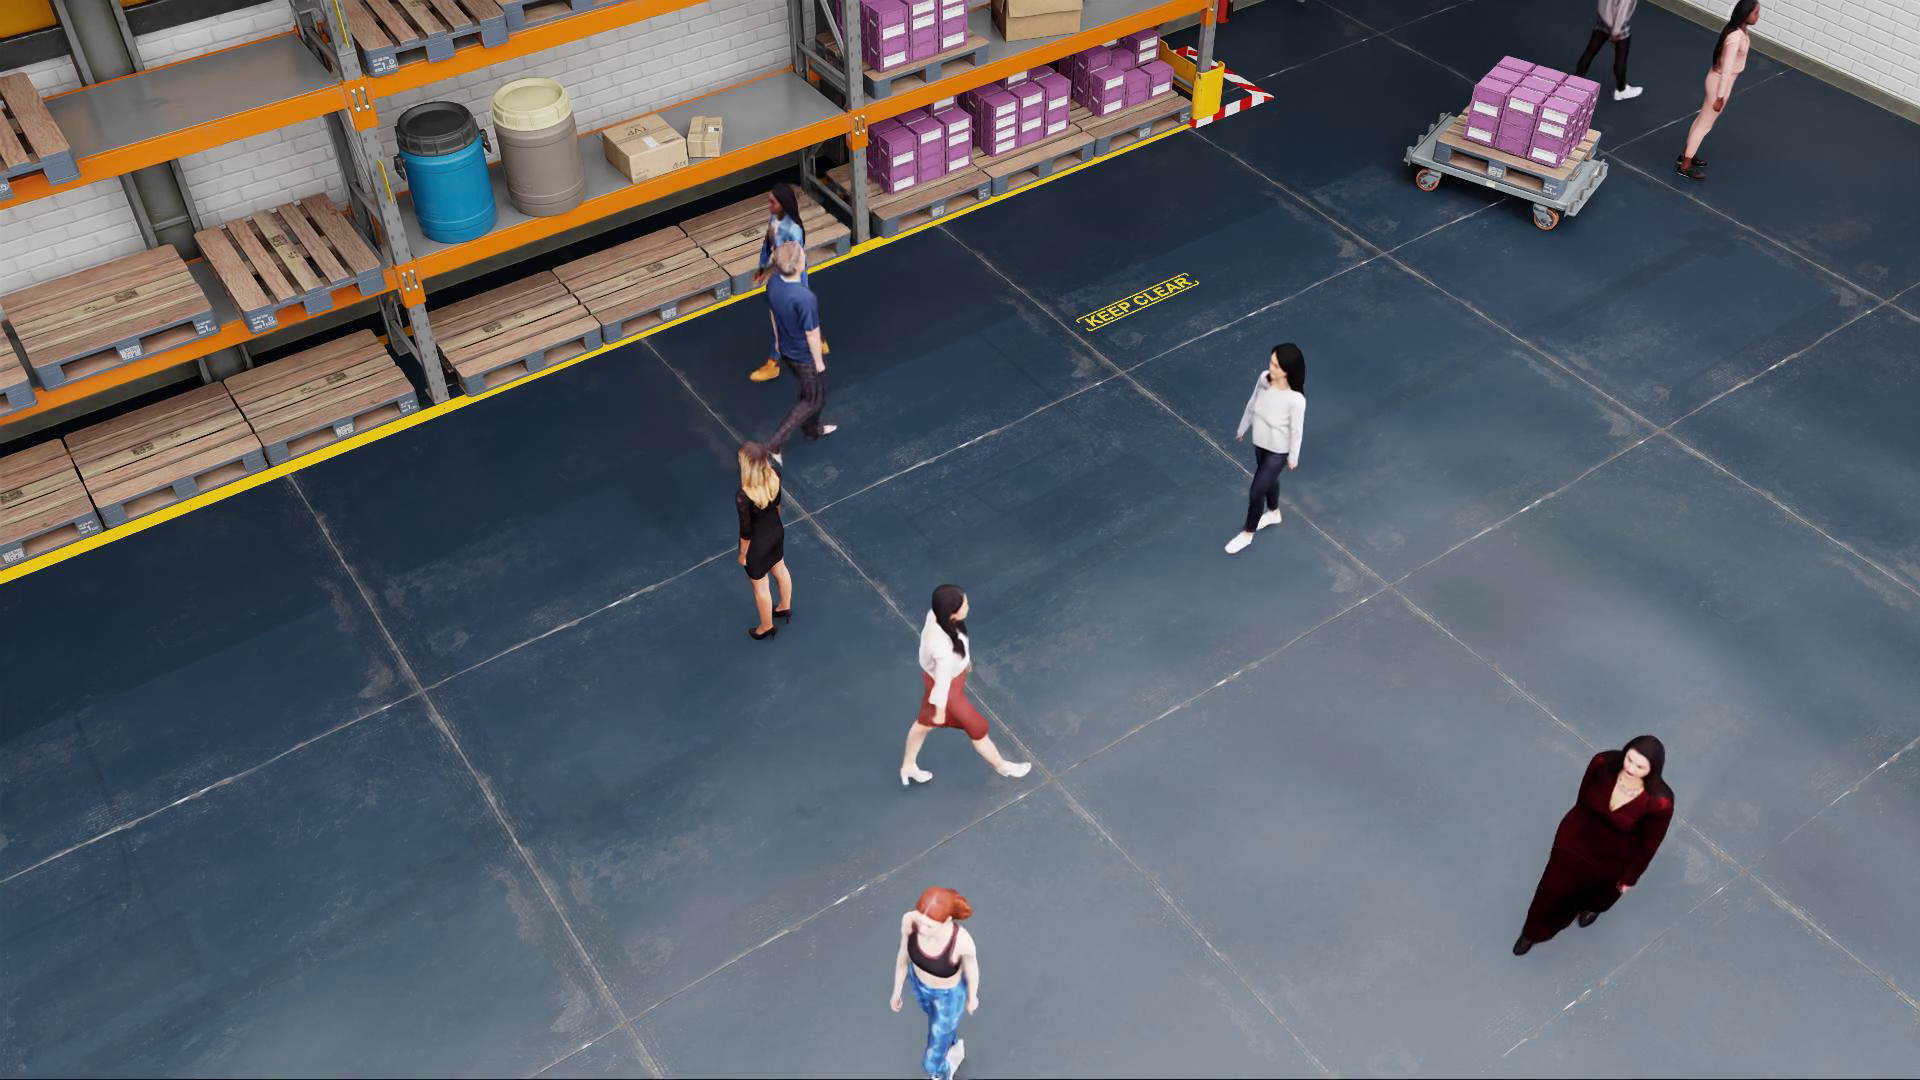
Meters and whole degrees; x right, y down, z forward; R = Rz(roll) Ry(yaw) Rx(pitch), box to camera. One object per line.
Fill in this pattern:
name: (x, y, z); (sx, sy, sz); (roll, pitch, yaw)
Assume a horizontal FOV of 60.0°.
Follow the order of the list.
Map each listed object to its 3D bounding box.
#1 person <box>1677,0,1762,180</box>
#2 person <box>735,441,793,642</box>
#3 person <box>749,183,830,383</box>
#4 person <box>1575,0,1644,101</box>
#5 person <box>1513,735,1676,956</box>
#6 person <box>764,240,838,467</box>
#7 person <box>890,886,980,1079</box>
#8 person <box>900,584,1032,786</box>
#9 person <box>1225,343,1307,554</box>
person: (6.963, -4.157, 15.257); (0.756, 1.720, 0.636); (17, 46, 17)
person: (-1.295, 0.005, 10.920); (0.665, 1.677, 0.519); (24, 49, 23)
person: (-1.245, -2.088, 13.110); (1.016, 1.687, 0.744); (-16, 46, -16)
person: (6.255, -5.054, 16.178); (1.088, 1.749, 0.901); (-7, 44, -7)
person: (3.624, 1.618, 9.189); (0.966, 1.728, 0.751); (-34, 53, -31)
person: (-1.231, -1.333, 12.198); (0.946, 1.852, 0.677); (-29, 51, -27)
person: (-0.062, 2.256, 8.490); (0.682, 1.769, 0.801); (27, 50, 25)
person: (-0.172, 0.920, 9.936); (1.136, 1.710, 0.916); (-6, 44, -6)
person: (2.260, -0.694, 11.649); (0.836, 1.682, 0.683); (-21, 47, -20)
